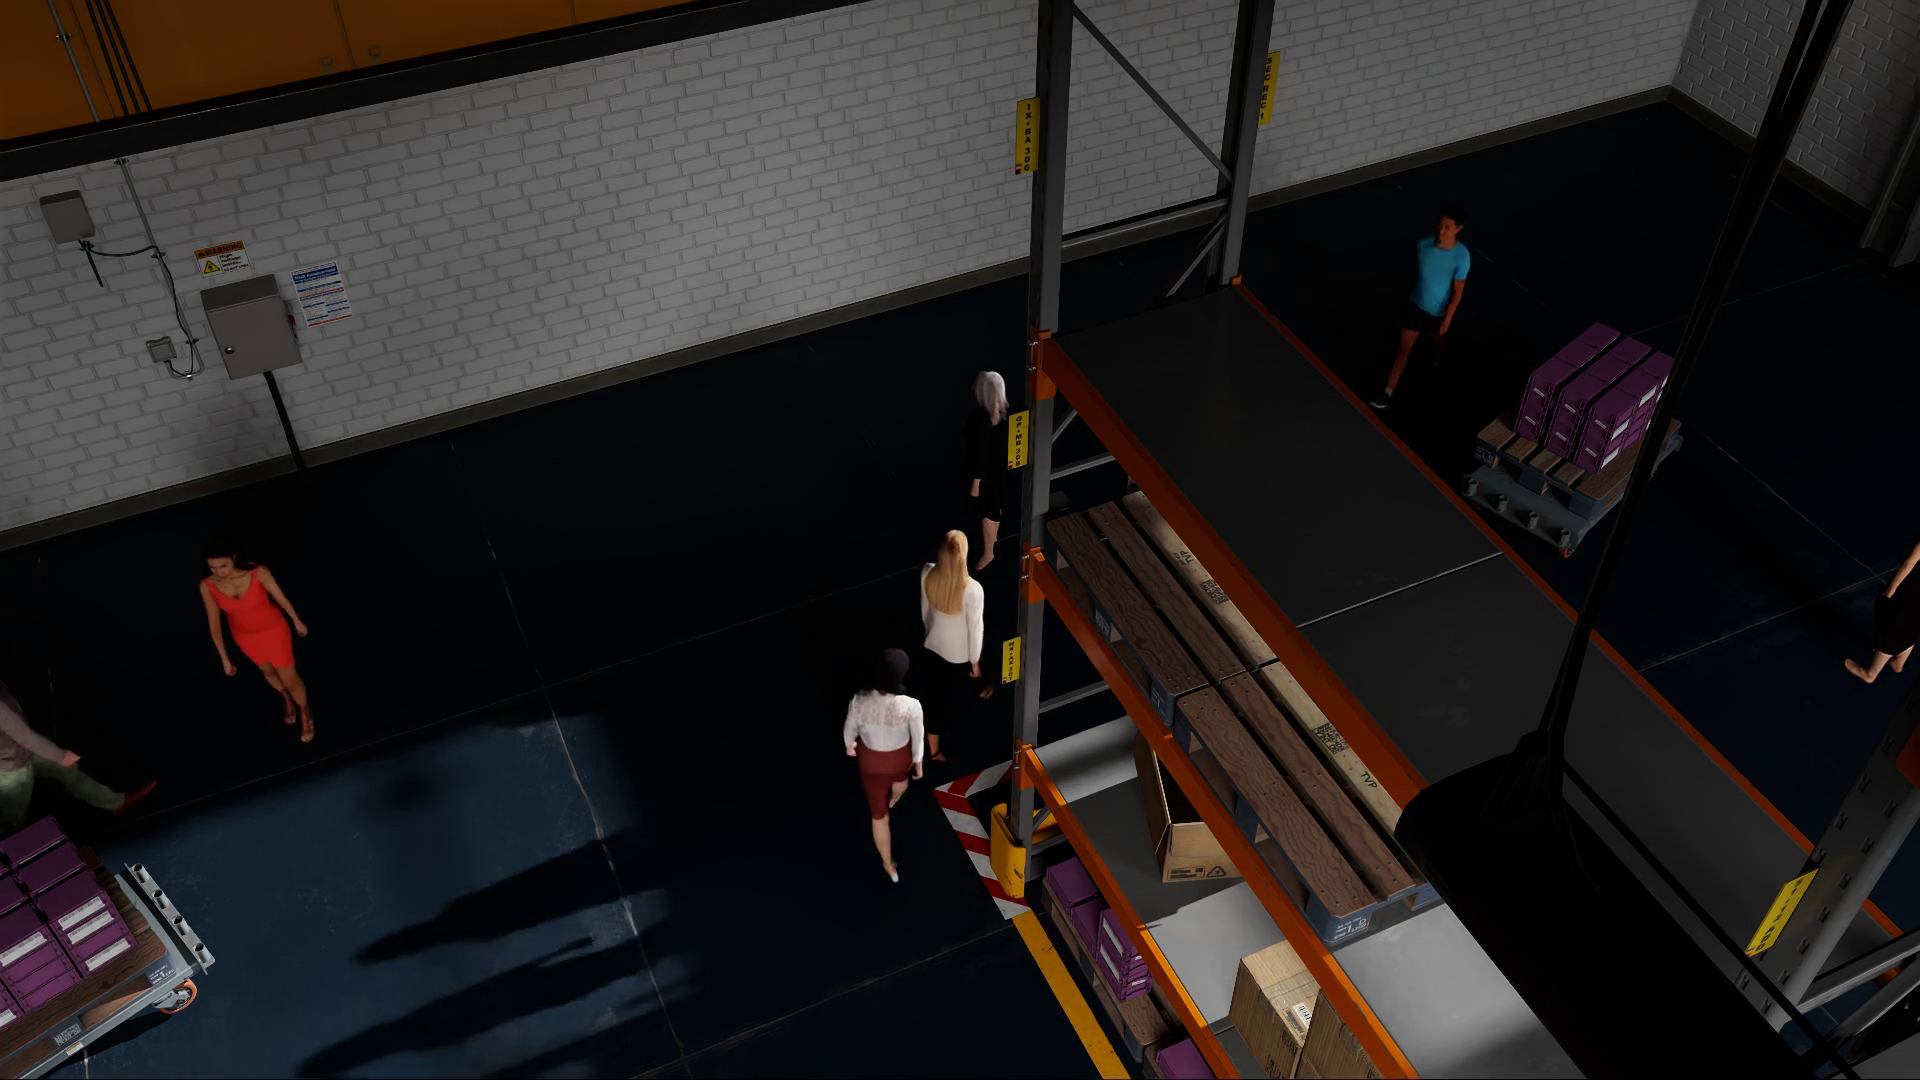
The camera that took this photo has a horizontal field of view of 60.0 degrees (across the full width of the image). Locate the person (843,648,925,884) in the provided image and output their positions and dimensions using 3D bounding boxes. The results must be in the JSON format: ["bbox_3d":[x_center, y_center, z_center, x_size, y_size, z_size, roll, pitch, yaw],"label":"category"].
[{"bbox_3d":[-0.430,1.361,9.534,0.882,1.712,1.067,0,44,0],"label":"person"}]

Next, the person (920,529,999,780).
[{"bbox_3d":[-0.085,0.742,10.109,1.127,1.816,1.125,19,47,19],"label":"person"}]

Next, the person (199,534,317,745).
[{"bbox_3d":[-4.379,0.524,10.423,0.719,1.697,0.748,-10,45,-11],"label":"person"}]

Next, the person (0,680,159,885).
[{"bbox_3d":[-5.489,1.326,9.494,1.010,1.818,1.328,-31,52,-29],"label":"person"}]

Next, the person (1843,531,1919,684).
[{"bbox_3d":[6.193,0.289,10.724,0.554,1.623,0.555,-16,46,-17],"label":"person"}]

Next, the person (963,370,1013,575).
[{"bbox_3d":[0.176,-0.471,11.432,0.757,1.747,0.682,9,44,10],"label":"person"}]

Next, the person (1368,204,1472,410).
[{"bbox_3d":[3.704,-1.842,12.880,1.159,1.735,0.954,34,53,31],"label":"person"}]
